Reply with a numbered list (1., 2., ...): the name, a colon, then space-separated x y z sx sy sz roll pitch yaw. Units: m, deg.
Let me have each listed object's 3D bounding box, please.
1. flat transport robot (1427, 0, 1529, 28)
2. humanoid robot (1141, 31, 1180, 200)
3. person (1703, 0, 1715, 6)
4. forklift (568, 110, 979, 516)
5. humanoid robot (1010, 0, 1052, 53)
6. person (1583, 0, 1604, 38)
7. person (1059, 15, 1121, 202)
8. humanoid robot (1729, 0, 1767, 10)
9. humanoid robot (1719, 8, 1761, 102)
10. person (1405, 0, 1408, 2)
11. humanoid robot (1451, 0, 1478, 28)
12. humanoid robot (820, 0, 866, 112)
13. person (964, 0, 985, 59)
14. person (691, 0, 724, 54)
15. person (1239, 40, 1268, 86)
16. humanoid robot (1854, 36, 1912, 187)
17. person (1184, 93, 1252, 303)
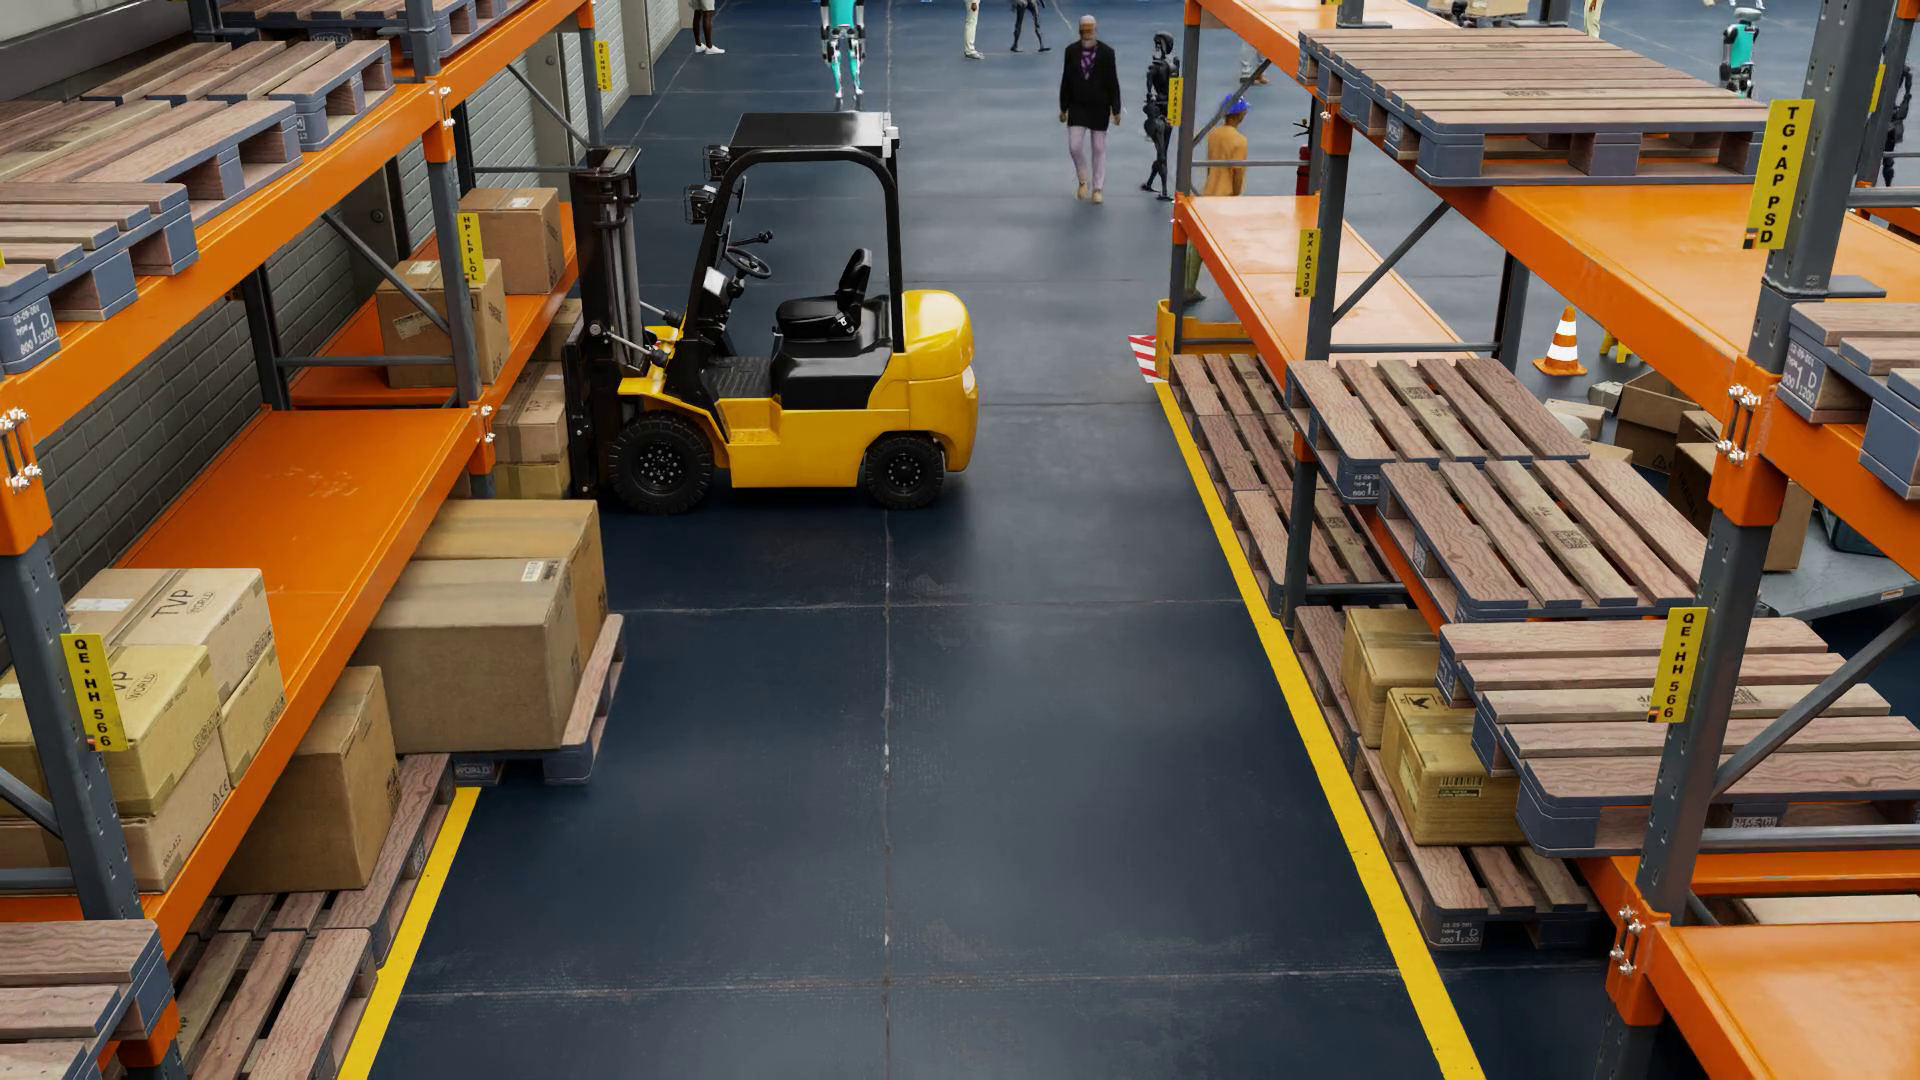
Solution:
1. flat transport robot: 8.204 -8.102 26.461 1.431 0.231 0.659 -16 30 -30
2. humanoid robot: 2.070 -4.288 16.770 0.610 1.642 0.611 21 32 37
3. person: 13.621 -10.577 29.812 0.589 1.881 0.587 10 27 21
4. forklift: -1.043 -1.379 9.976 2.313 2.155 1.214 -1 25 -2
5. humanoid robot: 1.048 -8.135 24.905 0.611 1.633 0.708 -19 31 -34
6. person: 9.047 -7.701 23.715 0.401 1.893 0.522 4 26 9
7. person: 1.291 -4.254 16.483 0.633 1.826 0.476 5 26 10
8. humanoid robot: 14.088 -10.346 29.534 0.530 1.774 0.994 -9 27 -18
9. humanoid robot: 8.292 -4.600 17.380 0.546 1.792 0.822 -18 31 -33
10. person: 6.711 -8.344 25.131 0.373 1.840 0.568 10 27 21
11. humanoid robot: 5.568 -5.314 18.903 0.601 1.656 0.341 -4 26 -8
12. humanoid robot: -1.356 -5.735 19.732 0.530 1.778 0.700 -4 26 -9
13. person: 0.218 -8.008 24.533 0.345 1.745 0.561 -1 25 -2
14. person: -3.859 -8.265 24.899 0.375 1.899 0.544 -22 33 -38
15. person: 4.012 -7.142 22.504 0.636 1.919 0.410 -13 28 -26
16. humanoid robot: 9.173 -4.185 16.569 0.771 1.626 0.608 -8 26 -17
17. person: 2.191 -2.778 13.534 0.890 1.676 0.468 -18 31 -33
